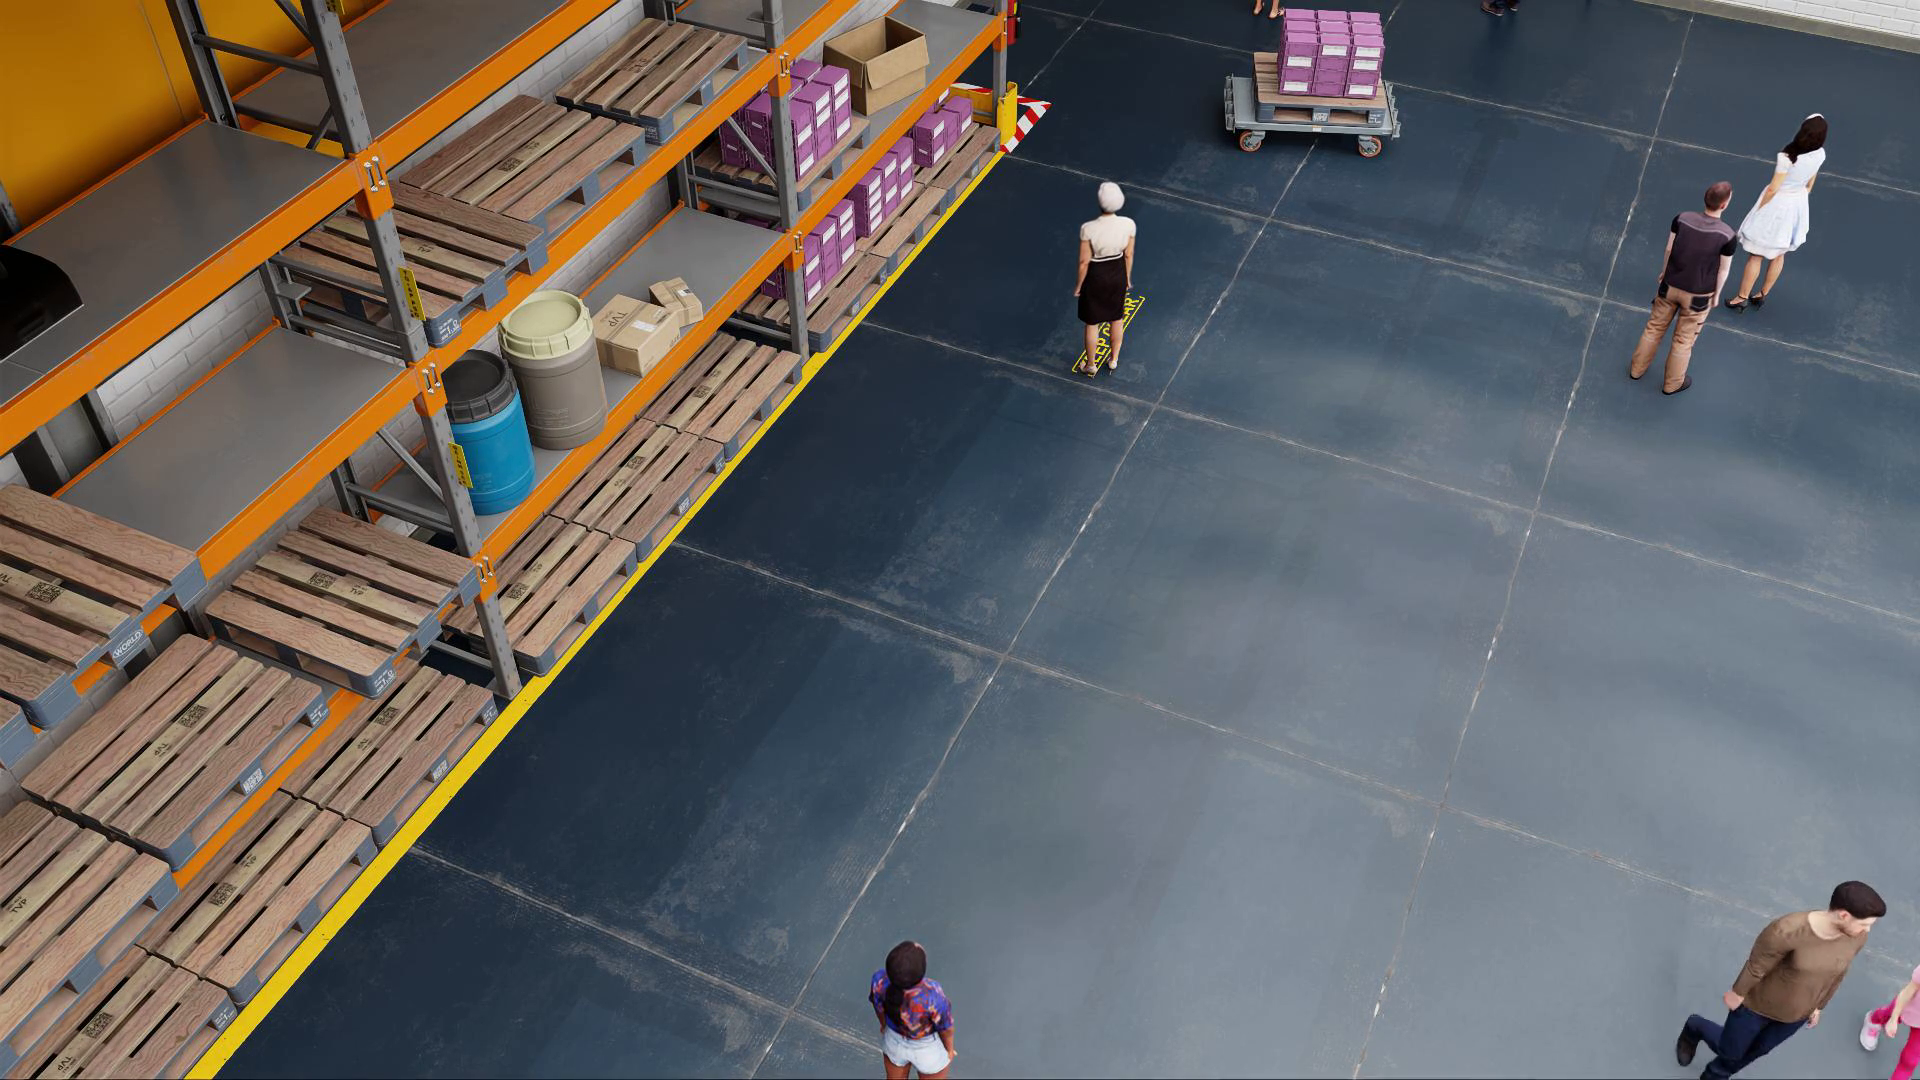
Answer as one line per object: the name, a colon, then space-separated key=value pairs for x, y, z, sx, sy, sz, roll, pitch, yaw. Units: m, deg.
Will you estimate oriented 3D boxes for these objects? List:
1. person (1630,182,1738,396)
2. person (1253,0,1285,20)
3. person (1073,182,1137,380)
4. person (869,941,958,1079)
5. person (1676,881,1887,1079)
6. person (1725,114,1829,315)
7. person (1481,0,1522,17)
person: x=5.659 y=-1.976 z=12.945 sx=0.726 sy=1.842 sz=0.759 roll=-33 pitch=53 yaw=-30
person: x=3.366 y=-6.369 z=17.766 sx=0.570 sy=1.552 sz=0.626 roll=23 pitch=48 yaw=22
person: x=1.131 y=-2.014 z=13.047 sx=0.702 sy=1.755 sz=0.724 roll=-8 pitch=44 yaw=-9
person: x=-0.229 y=2.518 z=8.300 sx=0.588 sy=1.742 sz=0.515 roll=16 pitch=46 yaw=16
person: x=4.143 y=2.256 z=8.490 sx=0.844 sy=1.860 sz=0.918 roll=0 pitch=44 yaw=0
person: x=6.747 y=-2.670 z=13.691 sx=0.854 sy=1.818 sz=0.906 roll=-8 pitch=44 yaw=-8
person: x=5.968 y=-6.518 z=17.709 sx=0.839 sy=1.847 sz=0.925 roll=-19 pitch=47 yaw=-19
